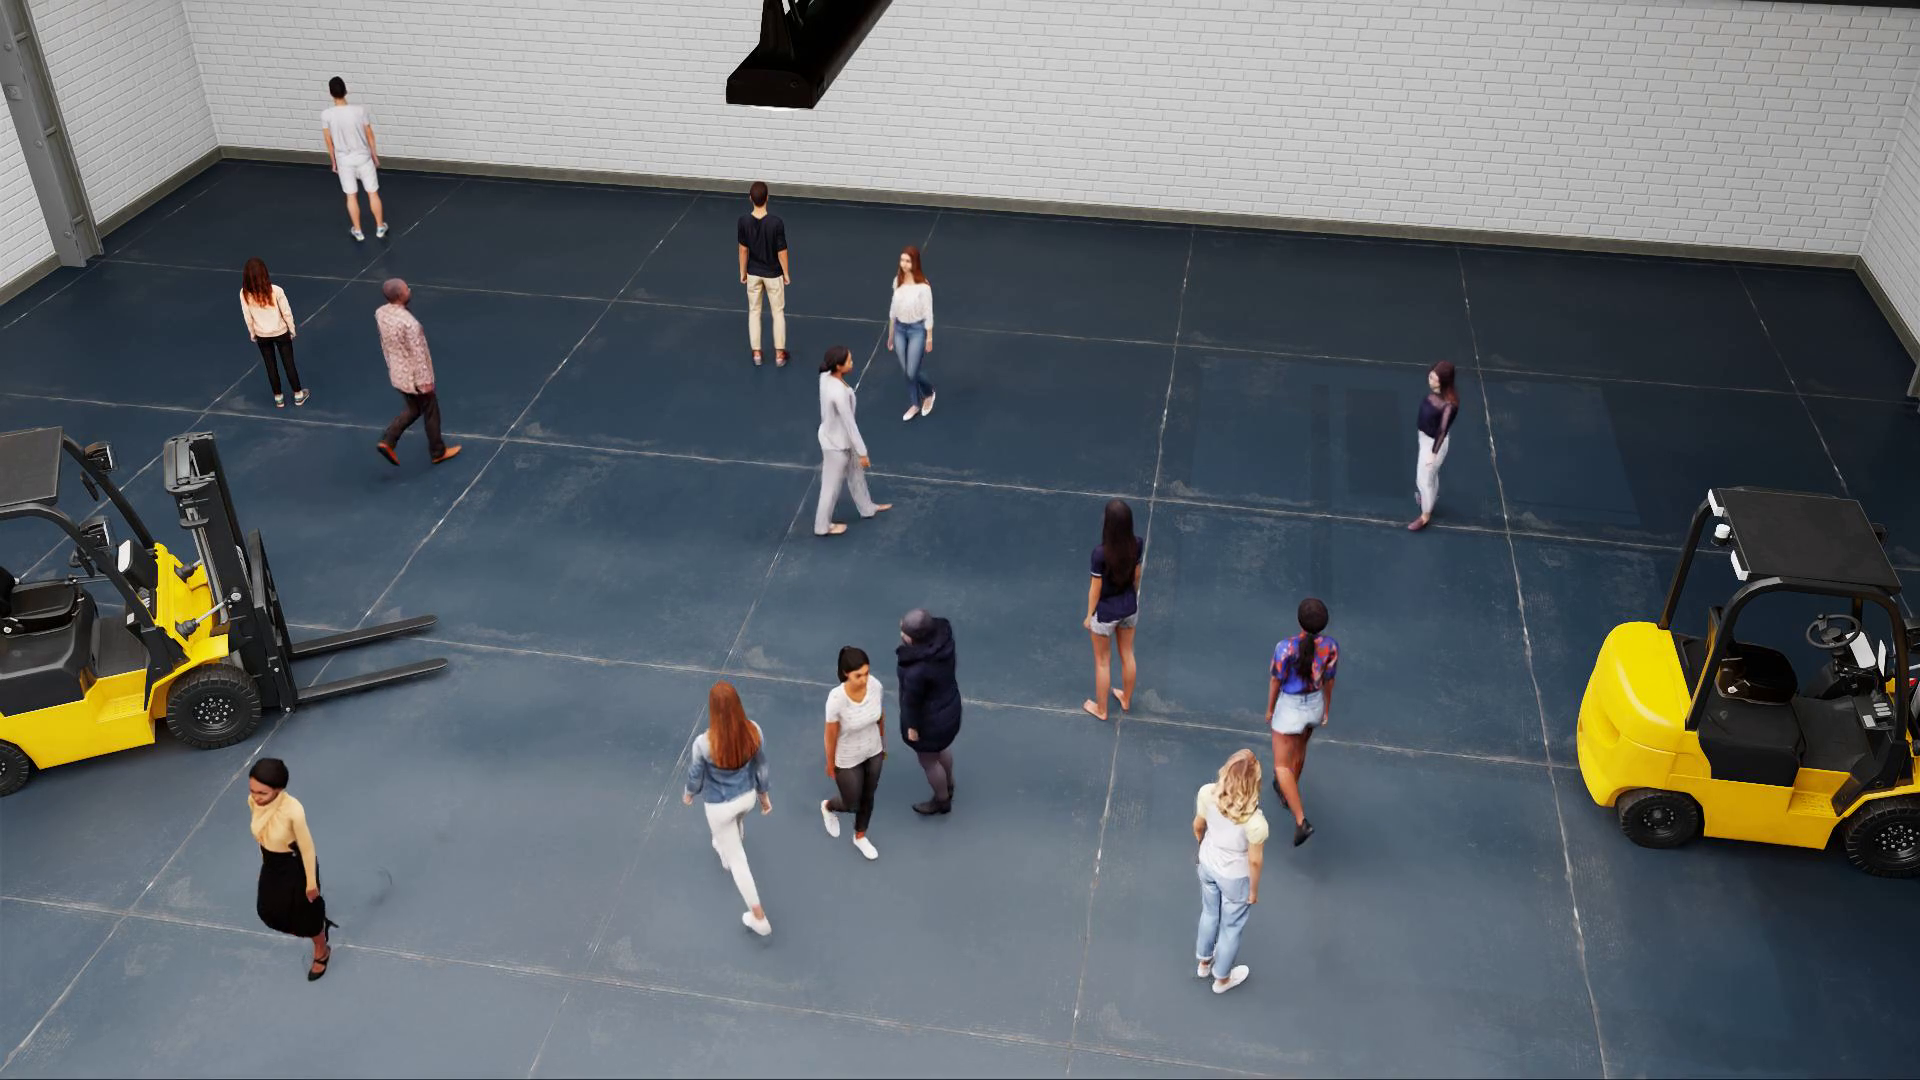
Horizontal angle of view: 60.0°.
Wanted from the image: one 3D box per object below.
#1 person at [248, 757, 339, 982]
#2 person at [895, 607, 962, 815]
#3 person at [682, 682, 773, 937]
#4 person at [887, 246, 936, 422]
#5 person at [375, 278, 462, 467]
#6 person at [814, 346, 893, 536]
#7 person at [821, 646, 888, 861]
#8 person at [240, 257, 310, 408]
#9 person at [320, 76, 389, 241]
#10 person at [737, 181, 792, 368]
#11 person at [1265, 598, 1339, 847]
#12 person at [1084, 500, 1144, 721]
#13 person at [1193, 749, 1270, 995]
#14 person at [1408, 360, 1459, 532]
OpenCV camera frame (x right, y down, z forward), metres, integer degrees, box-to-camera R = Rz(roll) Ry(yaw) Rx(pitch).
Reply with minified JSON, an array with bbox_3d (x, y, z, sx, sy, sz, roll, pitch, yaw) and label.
[{"bbox_3d":[-3.828,1.873,9.642,0.674,1.648,0.699,14,36,20],"label":"person"},{"bbox_3d":[-0.176,1.105,10.793,0.838,1.653,0.686,20,39,27],"label":"person"},{"bbox_3d":[-1.337,1.648,9.976,1.137,1.654,1.167,-22,40,-30],"label":"person"},{"bbox_3d":[-0.397,-1.920,15.286,0.708,1.719,0.763,23,40,30],"label":"person"},{"bbox_3d":[-4.826,-1.405,14.447,0.965,1.787,1.094,25,41,33],"label":"person"},{"bbox_3d":[-1.083,-0.782,13.581,0.981,1.711,1.008,-10,35,-15],"label":"person"},{"bbox_3d":[-0.703,1.304,10.515,0.778,1.631,0.830,-24,41,-32],"label":"person"},{"bbox_3d":[-6.434,-1.945,15.535,0.631,1.483,0.606,-6,34,-8],"label":"person"},{"bbox_3d":[-6.837,-4.301,18.743,0.766,1.856,0.765,-12,36,-18],"label":"person"},{"bbox_3d":[-1.896,-2.577,16.154,0.645,1.851,0.559,4,34,6],"label":"person"},{"bbox_3d":[2.181,1.169,10.635,0.835,1.722,1.093,-6,34,-8],"label":"person"},{"bbox_3d":[1.074,0.496,11.608,0.661,1.765,0.697,-15,36,-21],"label":"person"},{"bbox_3d":[1.508,1.905,9.530,0.738,1.719,0.724,-28,43,-35],"label":"person"},{"bbox_3d":[3.912,-0.806,13.727,0.836,1.587,0.472,10,35,15],"label":"person"}]
